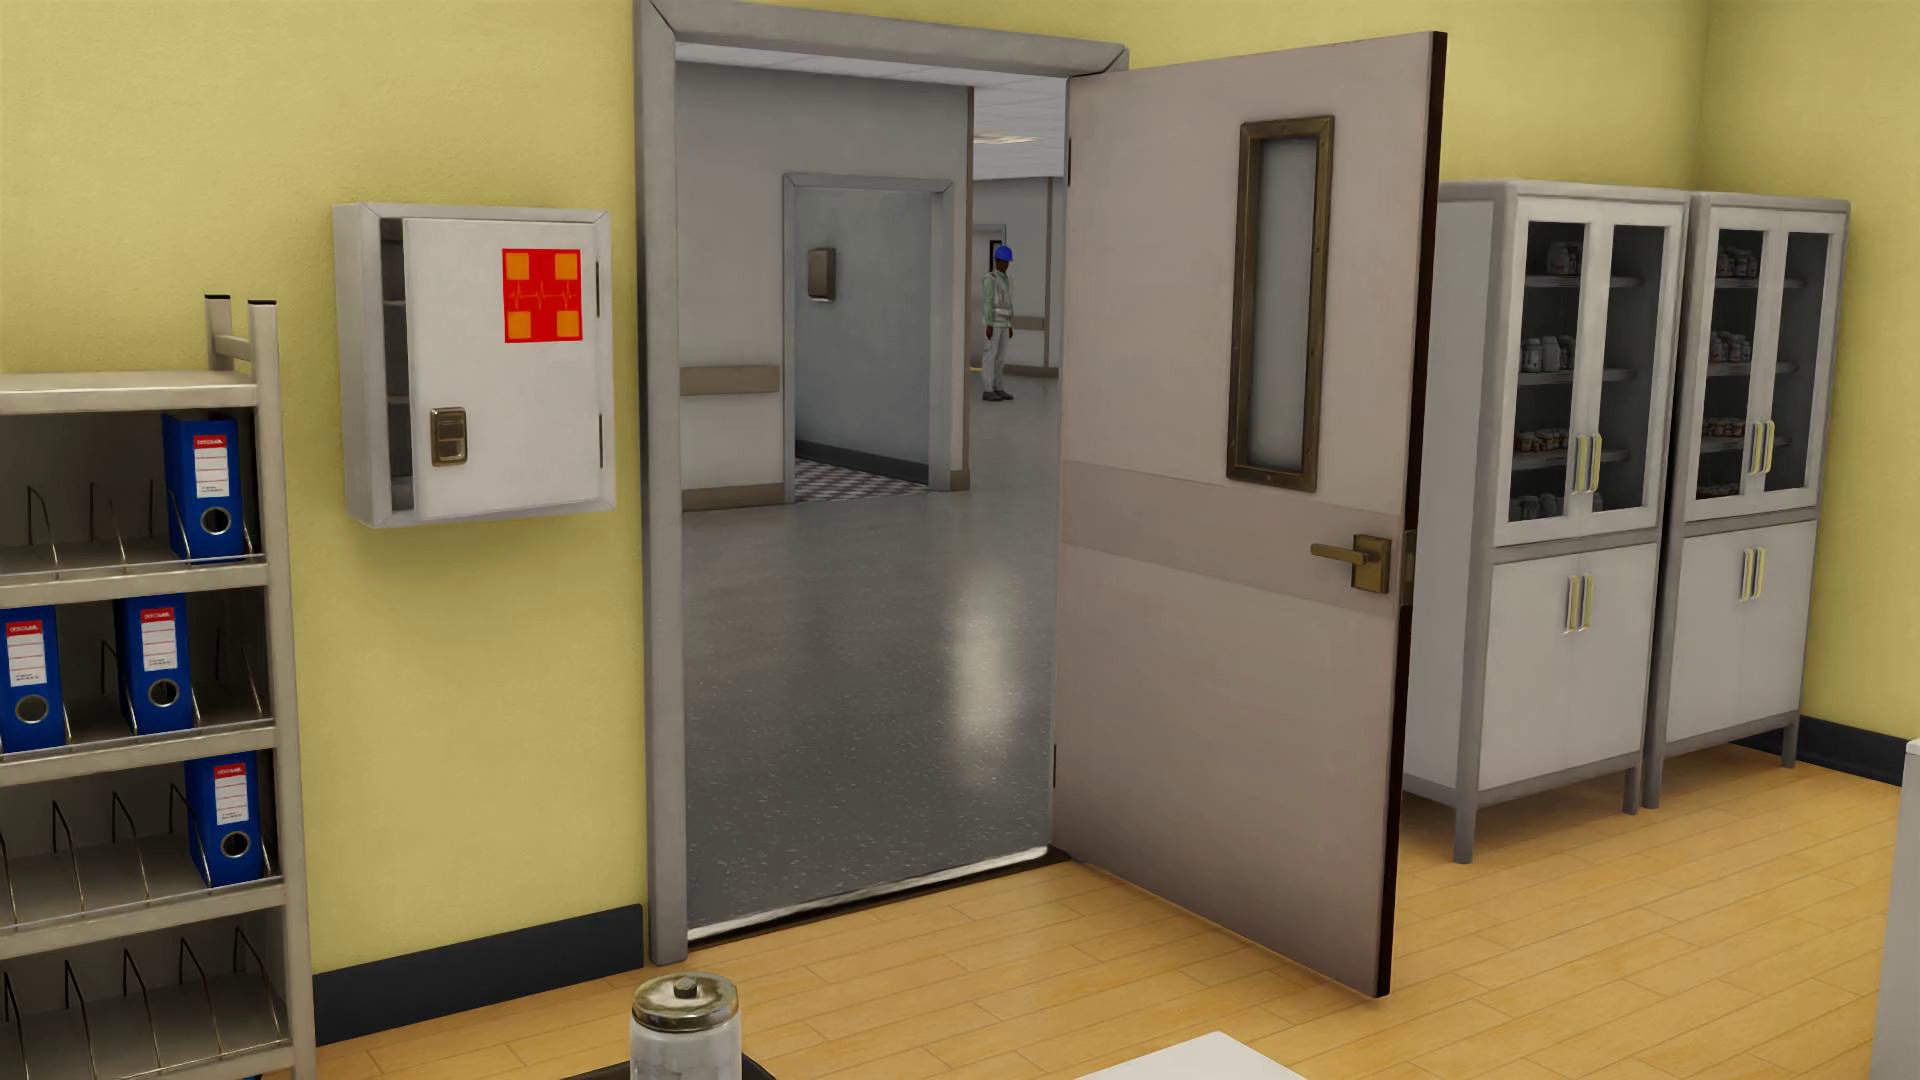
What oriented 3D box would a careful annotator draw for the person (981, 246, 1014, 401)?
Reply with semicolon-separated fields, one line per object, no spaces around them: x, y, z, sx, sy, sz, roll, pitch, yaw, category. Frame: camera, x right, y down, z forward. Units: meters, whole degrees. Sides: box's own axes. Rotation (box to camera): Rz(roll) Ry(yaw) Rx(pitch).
0.491;-2.722;20.953;0.403;1.944;0.605;6;11;29;person
